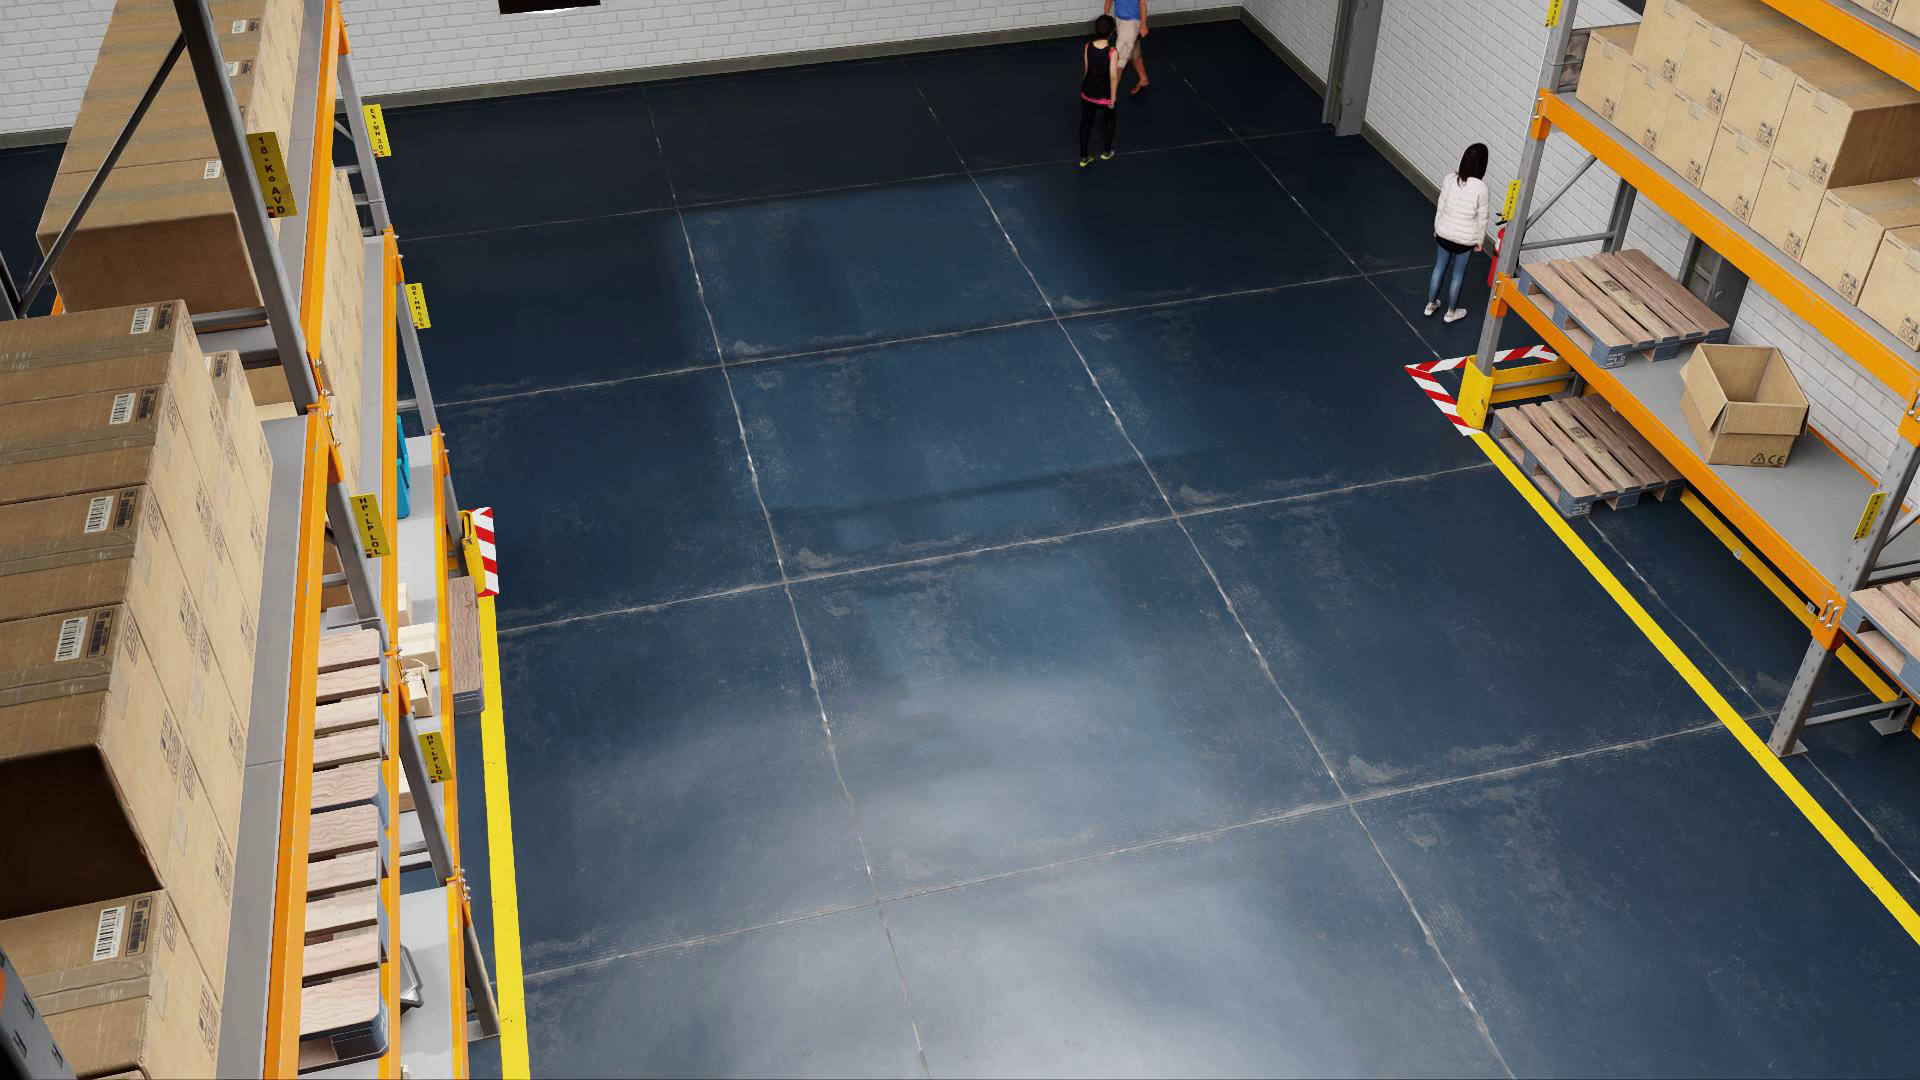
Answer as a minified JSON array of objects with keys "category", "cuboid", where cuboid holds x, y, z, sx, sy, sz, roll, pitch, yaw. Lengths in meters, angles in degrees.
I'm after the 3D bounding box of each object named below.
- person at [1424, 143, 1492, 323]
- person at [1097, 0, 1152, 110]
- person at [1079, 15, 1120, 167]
[{"category":"person","cuboid":[4.319,-2.670,14.415,0.668,1.636,0.769,29,47,31]},{"category":"person","cuboid":[1.872,-5.626,17.975,1.033,1.812,1.273,-28,46,-30]},{"category":"person","cuboid":[1.357,-4.501,16.788,0.754,1.536,0.815,17,42,21]}]
